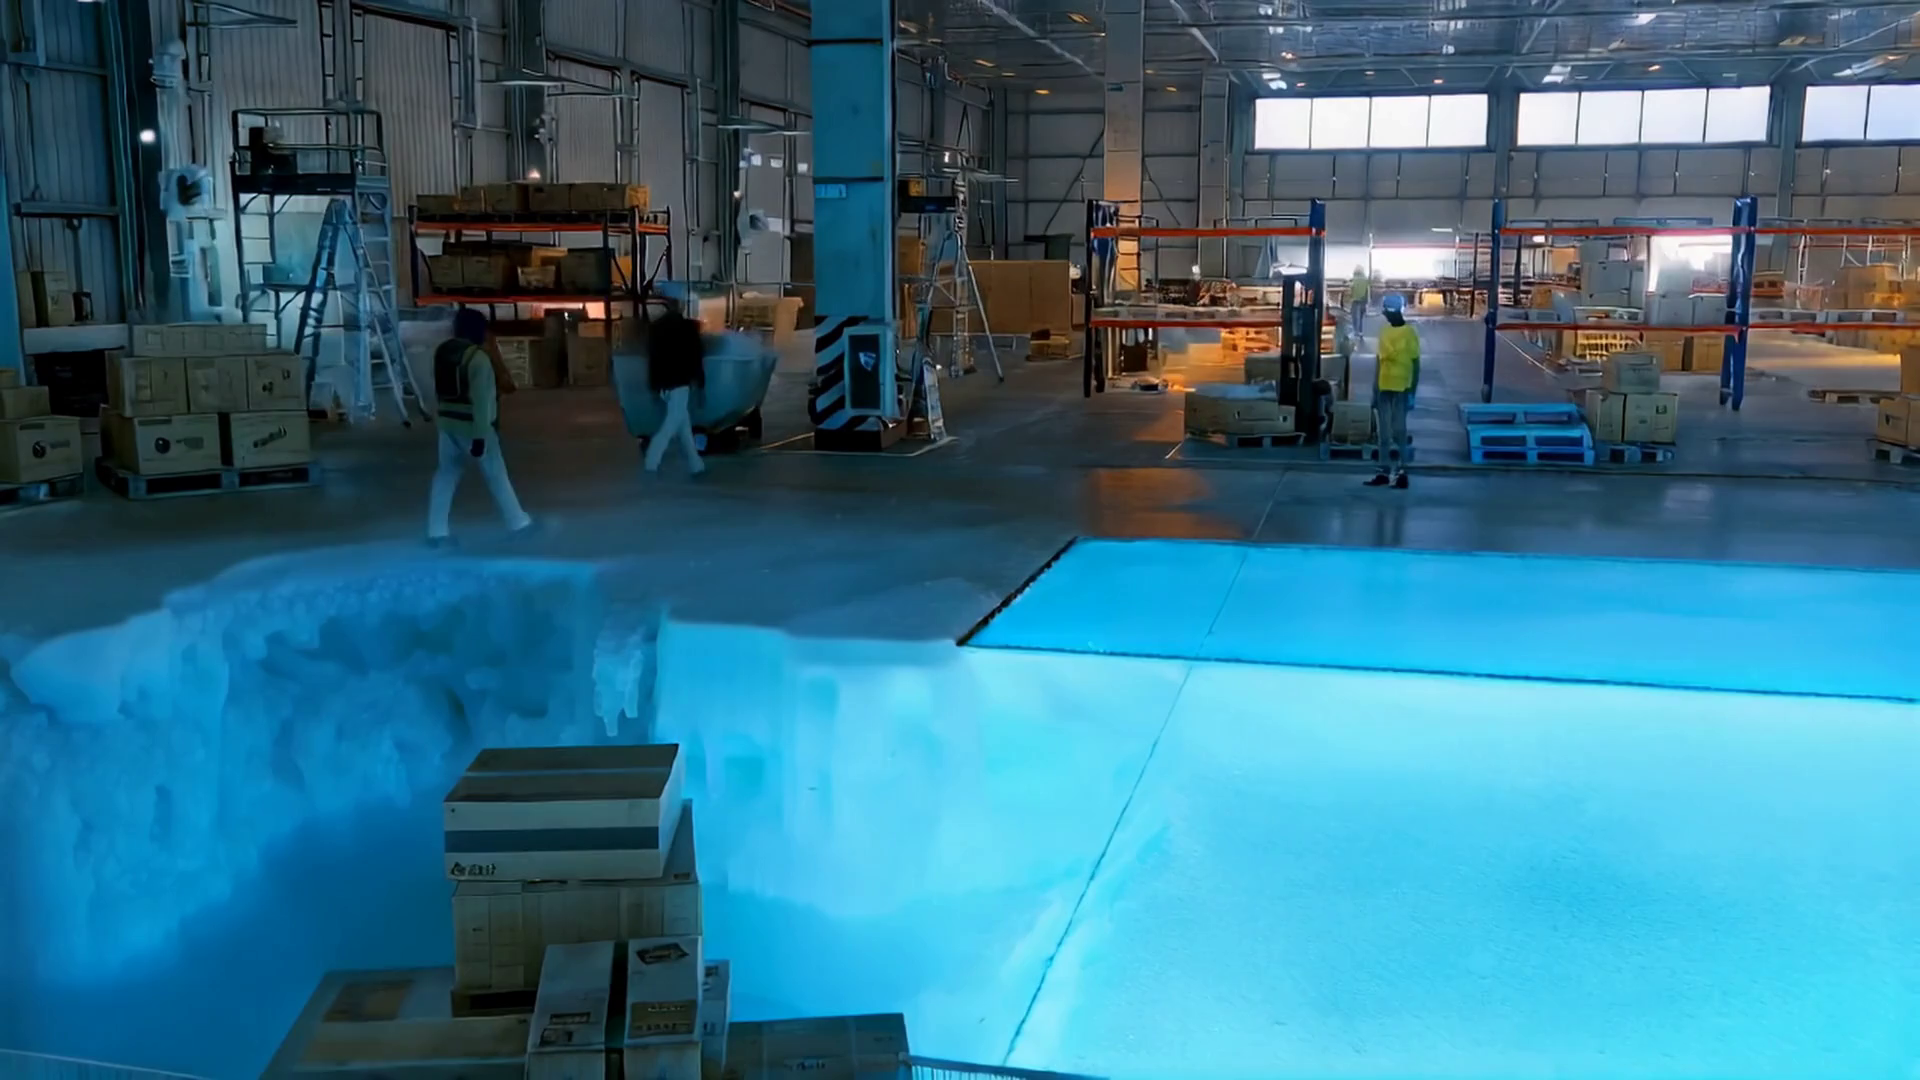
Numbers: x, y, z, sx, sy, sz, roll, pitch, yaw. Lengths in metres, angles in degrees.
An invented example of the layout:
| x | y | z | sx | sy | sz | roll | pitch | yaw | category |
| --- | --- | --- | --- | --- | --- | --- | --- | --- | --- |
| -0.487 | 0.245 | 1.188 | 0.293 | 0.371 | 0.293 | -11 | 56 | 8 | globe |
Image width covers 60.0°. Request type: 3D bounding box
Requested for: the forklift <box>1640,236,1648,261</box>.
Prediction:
| x | y | z | sx | sy | sz | roll | pitch | yaw | category |
| --- | --- | --- | --- | --- | --- | --- | --- | --- | --- |
| 21.121 | -7.887 | 50.839 | 1.129 | 2.768 | 1.873 | -9 | 13 | -41 | forklift |

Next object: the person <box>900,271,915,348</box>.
| x | y | z | sx | sy | sz | roll | pitch | yaw | category |
| --- | --- | --- | --- | --- | --- | --- | --- | --- | --- |
| -1.286 | -5.561 | 40.188 | 0.513 | 1.845 | 0.335 | 0 | 10 | -2 | person |

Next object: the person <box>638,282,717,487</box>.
| x | y | z | sx | sy | sz | roll | pitch | yaw | category |
| --- | --- | --- | --- | --- | --- | --- | --- | --- | --- |
| -2.749 | -1.493 | 15.941 | 0.642 | 1.957 | 1.017 | 8 | 12 | 39 | person |

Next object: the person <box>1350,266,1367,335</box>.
| x | y | z | sx | sy | sz | roll | pitch | yaw | category |
| --- | --- | --- | --- | --- | --- | --- | --- | --- | --- |
| 11.131 | -6.688 | 46.552 | 0.627 | 1.941 | 0.371 | -9 | 13 | -43 | person |

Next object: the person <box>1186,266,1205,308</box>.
| x | y | z | sx | sy | sz | roll | pitch | yaw | category |
| --- | --- | --- | --- | --- | --- | --- | --- | --- | --- |
| 8.060 | -8.423 | 56.984 | 0.617 | 1.883 | 1.077 | -1 | 10 | -4 | person |

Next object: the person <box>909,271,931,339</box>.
| x | y | z | sx | sy | sz | roll | pitch | yaw | category |
| --- | --- | --- | --- | --- | --- | --- | --- | --- | --- |
| -0.991 | -5.447 | 39.471 | 0.601 | 1.861 | 0.793 | 2 | 10 | 12 | person |

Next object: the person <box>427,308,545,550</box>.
| x | y | z | sx | sy | sz | roll | pitch | yaw | category |
| --- | --- | --- | --- | --- | --- | --- | --- | --- | --- |
| -3.647 | -0.843 | 12.560 | 0.624 | 1.791 | 0.954 | 7 | 12 | 36 | person |

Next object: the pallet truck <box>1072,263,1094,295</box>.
| x | y | z | sx | sy | sz | roll | pitch | yaw | category |
| --- | --- | --- | --- | --- | --- | --- | --- | --- | --- |
| 4.325 | -8.180 | 55.162 | 0.823 | 1.965 | 1.885 | 6 | 11 | 31 | pallet truck |

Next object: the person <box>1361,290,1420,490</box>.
| x | y | z | sx | sy | sz | roll | pitch | yaw | category |
| --- | --- | --- | --- | --- | --- | --- | --- | --- | --- |
| 4.079 | -1.405 | 15.646 | 0.334 | 1.873 | 0.521 | -6 | 12 | -33 | person |

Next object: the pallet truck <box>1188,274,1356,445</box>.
| x | y | z | sx | sy | sz | roll | pitch | yaw | category |
| --- | --- | --- | --- | --- | --- | --- | --- | --- | --- |
| 3.653 | -2.138 | 19.590 | 1.885 | 1.965 | 0.823 | -4 | 10 | -20 | pallet truck |

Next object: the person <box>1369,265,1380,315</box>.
| x | y | z | sx | sy | sz | roll | pitch | yaw | category |
| --- | --- | --- | --- | --- | --- | --- | --- | --- | --- |
| 15.715 | -9.503 | 63.314 | 0.378 | 1.889 | 0.701 | 1 | 10 | 5 | person |

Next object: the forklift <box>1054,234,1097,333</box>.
| x | y | z | sx | sy | sz | roll | pitch | yaw | category |
| --- | --- | --- | --- | --- | --- | --- | --- | --- | --- |
| 2.933 | -7.338 | 47.611 | 1.873 | 2.768 | 1.129 | 2 | 10 | 14 | forklift |
